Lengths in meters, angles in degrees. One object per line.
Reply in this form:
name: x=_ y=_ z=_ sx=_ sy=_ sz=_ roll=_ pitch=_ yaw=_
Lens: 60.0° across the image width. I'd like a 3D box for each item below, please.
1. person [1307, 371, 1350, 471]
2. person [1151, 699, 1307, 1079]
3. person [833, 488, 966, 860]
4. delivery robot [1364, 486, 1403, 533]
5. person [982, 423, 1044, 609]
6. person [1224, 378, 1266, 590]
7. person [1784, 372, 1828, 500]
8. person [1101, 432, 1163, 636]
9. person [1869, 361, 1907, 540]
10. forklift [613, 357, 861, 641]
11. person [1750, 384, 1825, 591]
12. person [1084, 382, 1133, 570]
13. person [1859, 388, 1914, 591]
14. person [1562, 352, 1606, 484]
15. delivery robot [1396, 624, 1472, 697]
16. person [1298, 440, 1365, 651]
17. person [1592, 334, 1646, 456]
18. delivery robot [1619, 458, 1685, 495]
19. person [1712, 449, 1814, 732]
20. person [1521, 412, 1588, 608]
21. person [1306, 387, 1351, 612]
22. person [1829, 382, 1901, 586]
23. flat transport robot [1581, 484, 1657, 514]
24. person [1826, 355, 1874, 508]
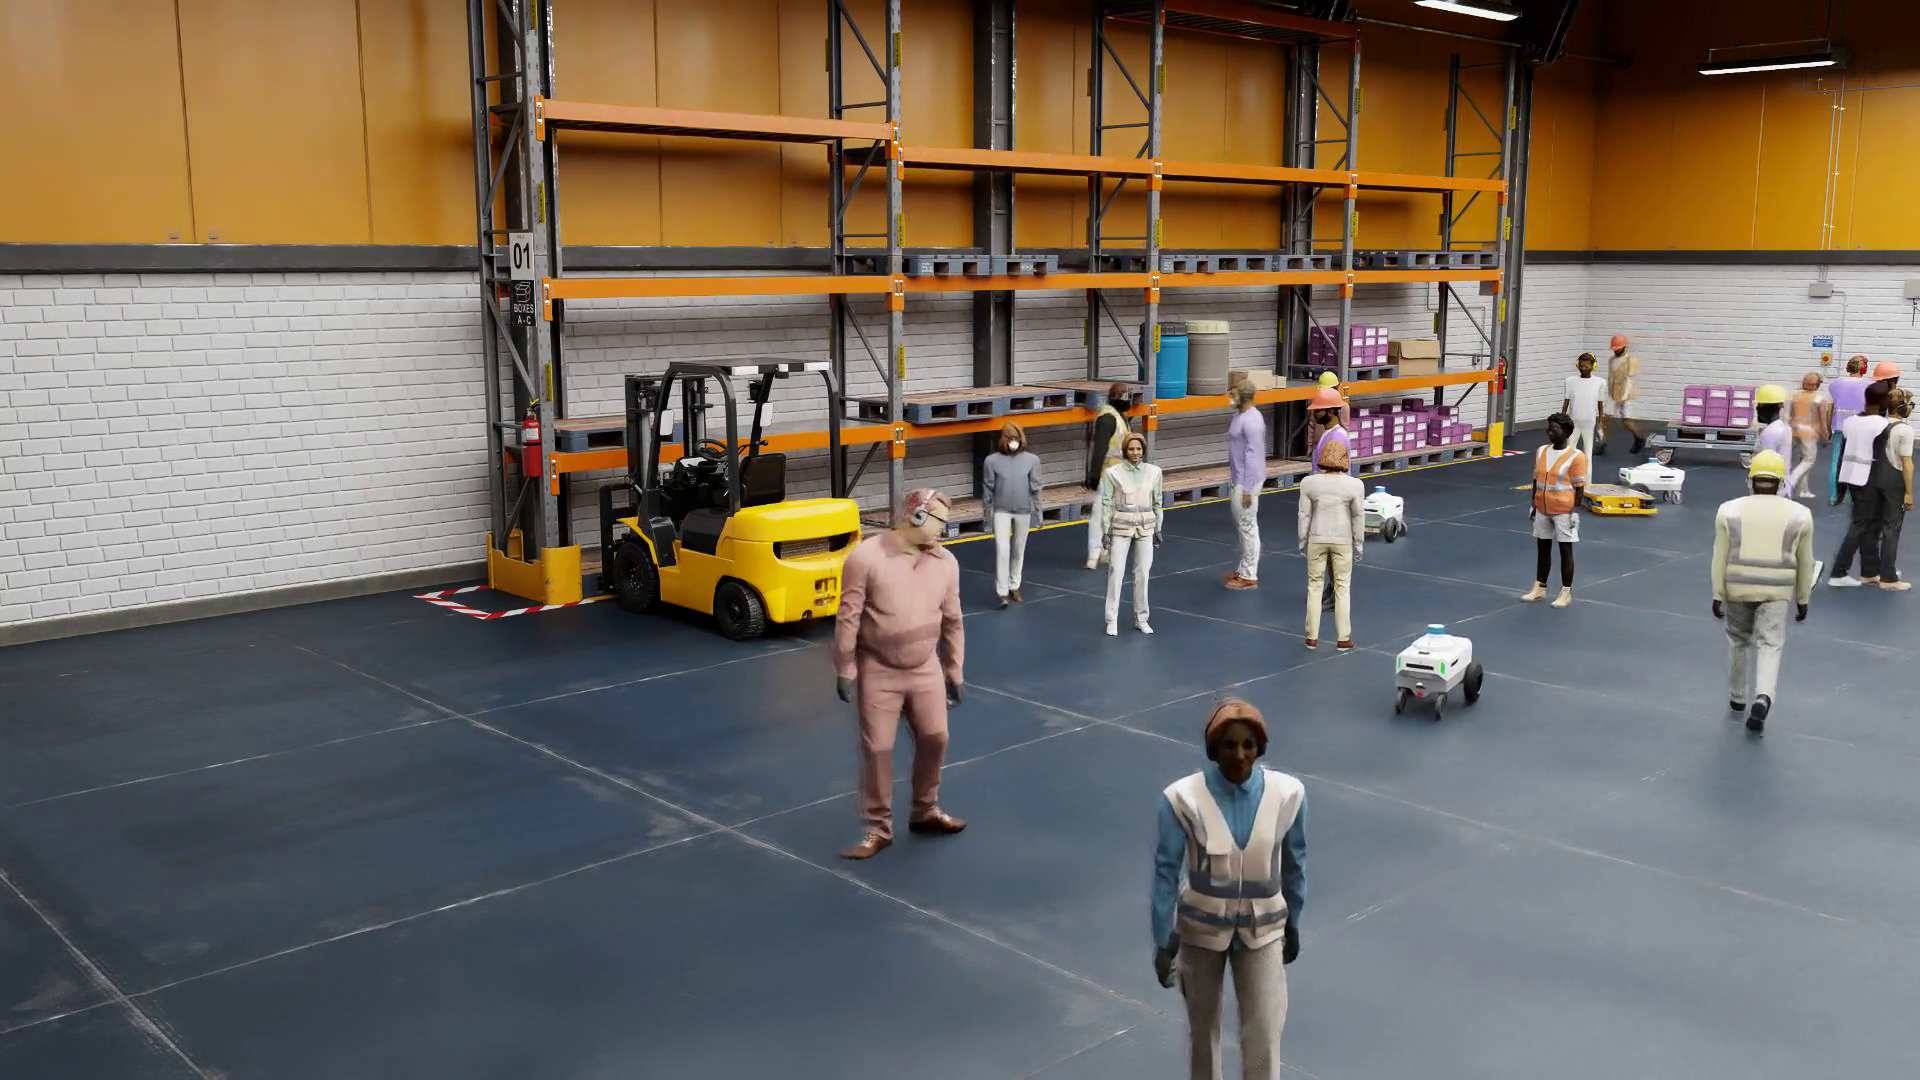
person: x=4.089 y=-1.000 z=18.560 sx=0.320 sy=1.762 sz=0.522 roll=-9 pitch=13 yaw=-42
person: x=0.886 y=1.322 z=5.409 sx=0.536 sy=1.593 sz=0.840 roll=0 pitch=10 yaw=-1
person: x=-0.285 y=0.673 z=8.445 sx=0.734 sy=1.876 sz=0.407 roll=-4 pitch=11 yaw=-24
delivery robot: x=4.514 y=-0.334 z=17.907 sx=0.477 sy=0.478 sz=0.707 roll=6 pitch=11 yaw=30
person: x=0.472 y=-0.206 z=14.388 sx=0.518 sy=1.595 sz=0.774 roll=-1 pitch=10 yaw=-8
person: x=2.608 y=-0.507 z=15.203 sx=0.360 sy=1.923 sz=0.675 roll=1 pitch=10 yaw=3
person: x=10.466 y=-1.282 z=20.660 sx=0.731 sy=1.607 sz=0.517 roll=-5 pitch=11 yaw=-25
person: x=1.377 y=-0.047 z=13.332 sx=0.523 sy=1.638 sz=0.310 roll=-2 pitch=10 yaw=-11
person: x=9.910 y=-0.954 z=17.838 sx=0.418 sy=1.920 sz=0.542 roll=2 pitch=10 yaw=11
forklift: x=-1.847 y=-0.414 z=13.852 sx=1.214 sy=2.155 sz=2.313 roll=-9 pitch=13 yaw=-42
person: x=7.340 y=-0.451 z=14.950 sx=0.812 sy=1.894 sz=0.591 roll=5 pitch=11 yaw=28
person: x=1.459 y=-0.619 z=16.234 sx=0.433 sy=1.809 sz=0.775 roll=4 pitch=10 yaw=21
person: x=8.470 y=-0.458 z=15.135 sx=0.339 sy=1.845 sz=0.514 roll=-2 pitch=10 yaw=-11
person: x=7.675 y=-1.386 z=20.516 sx=0.521 sy=1.865 sz=0.328 roll=3 pitch=10 yaw=19
delivery robot: x=3.197 y=0.811 z=11.202 sx=0.477 sy=0.478 sz=0.707 roll=6 pitch=11 yaw=31
person: x=2.859 y=0.041 z=12.831 sx=0.508 sy=1.632 sz=0.271 roll=4 pitch=10 yaw=20
person: x=10.109 y=-2.208 z=25.314 sx=0.847 sy=1.882 sz=0.549 roll=-5 pitch=11 yaw=-29
delivery robot: x=8.502 y=-0.766 z=20.436 sx=0.707 sy=0.478 sz=0.477 roll=0 pitch=10 yaw=1
person: x=5.158 y=0.322 z=10.716 sx=0.593 sy=1.804 sz=0.807 roll=4 pitch=11 yaw=24
person: x=5.160 y=-0.261 z=14.407 sx=0.321 sy=1.697 sz=0.530 roll=-6 pitch=11 yaw=-31
person: x=3.144 y=-0.344 z=14.243 sx=0.389 sy=1.930 sz=0.539 roll=0 pitch=10 yaw=1
person: x=8.407 y=-0.505 z=15.298 sx=0.800 sy=1.880 sz=0.607 roll=-1 pitch=10 yaw=-4
flat transport robot: x=7.794 y=-0.508 z=20.028 sx=0.652 sy=0.197 sz=1.431 roll=0 pitch=10 yaw=1
person: x=10.744 y=-1.301 z=20.066 sx=0.379 sy=1.844 sz=0.570 roll=-9 pitch=13 yaw=-42
